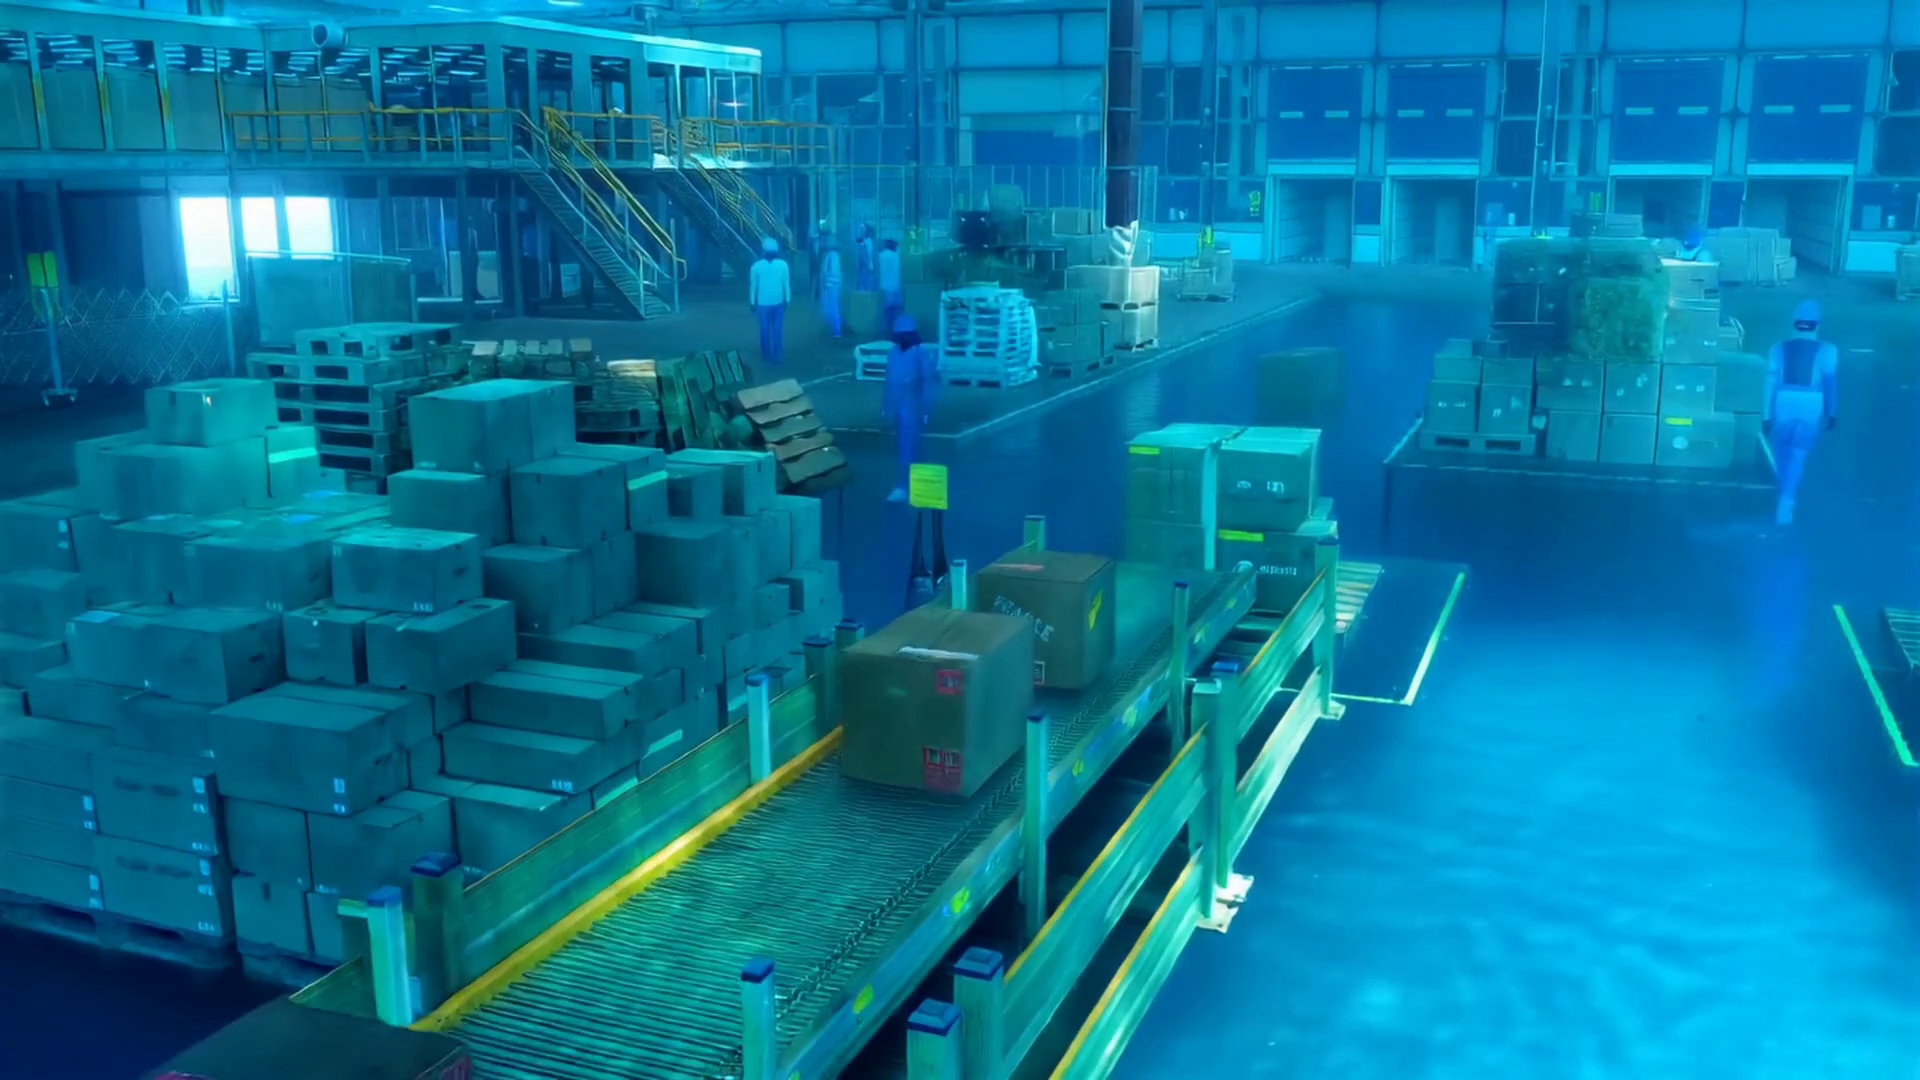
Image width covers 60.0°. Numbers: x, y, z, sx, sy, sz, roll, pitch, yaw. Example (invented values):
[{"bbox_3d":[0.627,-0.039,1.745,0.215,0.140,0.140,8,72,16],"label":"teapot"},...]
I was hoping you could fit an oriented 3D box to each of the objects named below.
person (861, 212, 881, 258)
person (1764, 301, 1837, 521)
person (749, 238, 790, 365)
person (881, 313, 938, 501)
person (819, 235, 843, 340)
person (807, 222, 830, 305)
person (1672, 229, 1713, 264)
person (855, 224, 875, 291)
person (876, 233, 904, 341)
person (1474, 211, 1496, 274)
[{"bbox_3d":[-2.559,-8.370,47.112,0.581,1.835,0.980,-3,13,-15],"label":"person"},{"bbox_3d":[7.294,-1.127,14.498,0.546,1.896,0.992,10,16,39],"label":"person"},{"bbox_3d":[-3.001,-3.774,26.207,0.632,1.966,0.929,-3,13,-12],"label":"person"},{"bbox_3d":[-0.451,-1.260,15.466,0.487,1.716,0.741,12,17,43],"label":"person"},{"bbox_3d":[-2.293,-4.486,29.602,0.412,1.871,0.589,-5,13,-20],"label":"person"},{"bbox_3d":[-3.177,-6.194,37.311,0.506,1.847,0.343,4,13,19],"label":"person"},{"bbox_3d":[12.603,-4.430,28.955,0.984,2.000,0.704,-7,14,-29],"label":"person"},{"bbox_3d":[-1.945,-5.476,33.950,0.397,1.911,0.587,1,13,4],"label":"person"},{"bbox_3d":[-1.262,-4.465,29.403,0.554,1.906,0.575,-9,15,-35],"label":"person"},{"bbox_3d":[15.382,-8.634,48.277,0.527,1.839,0.880,-11,17,-40],"label":"person"}]
